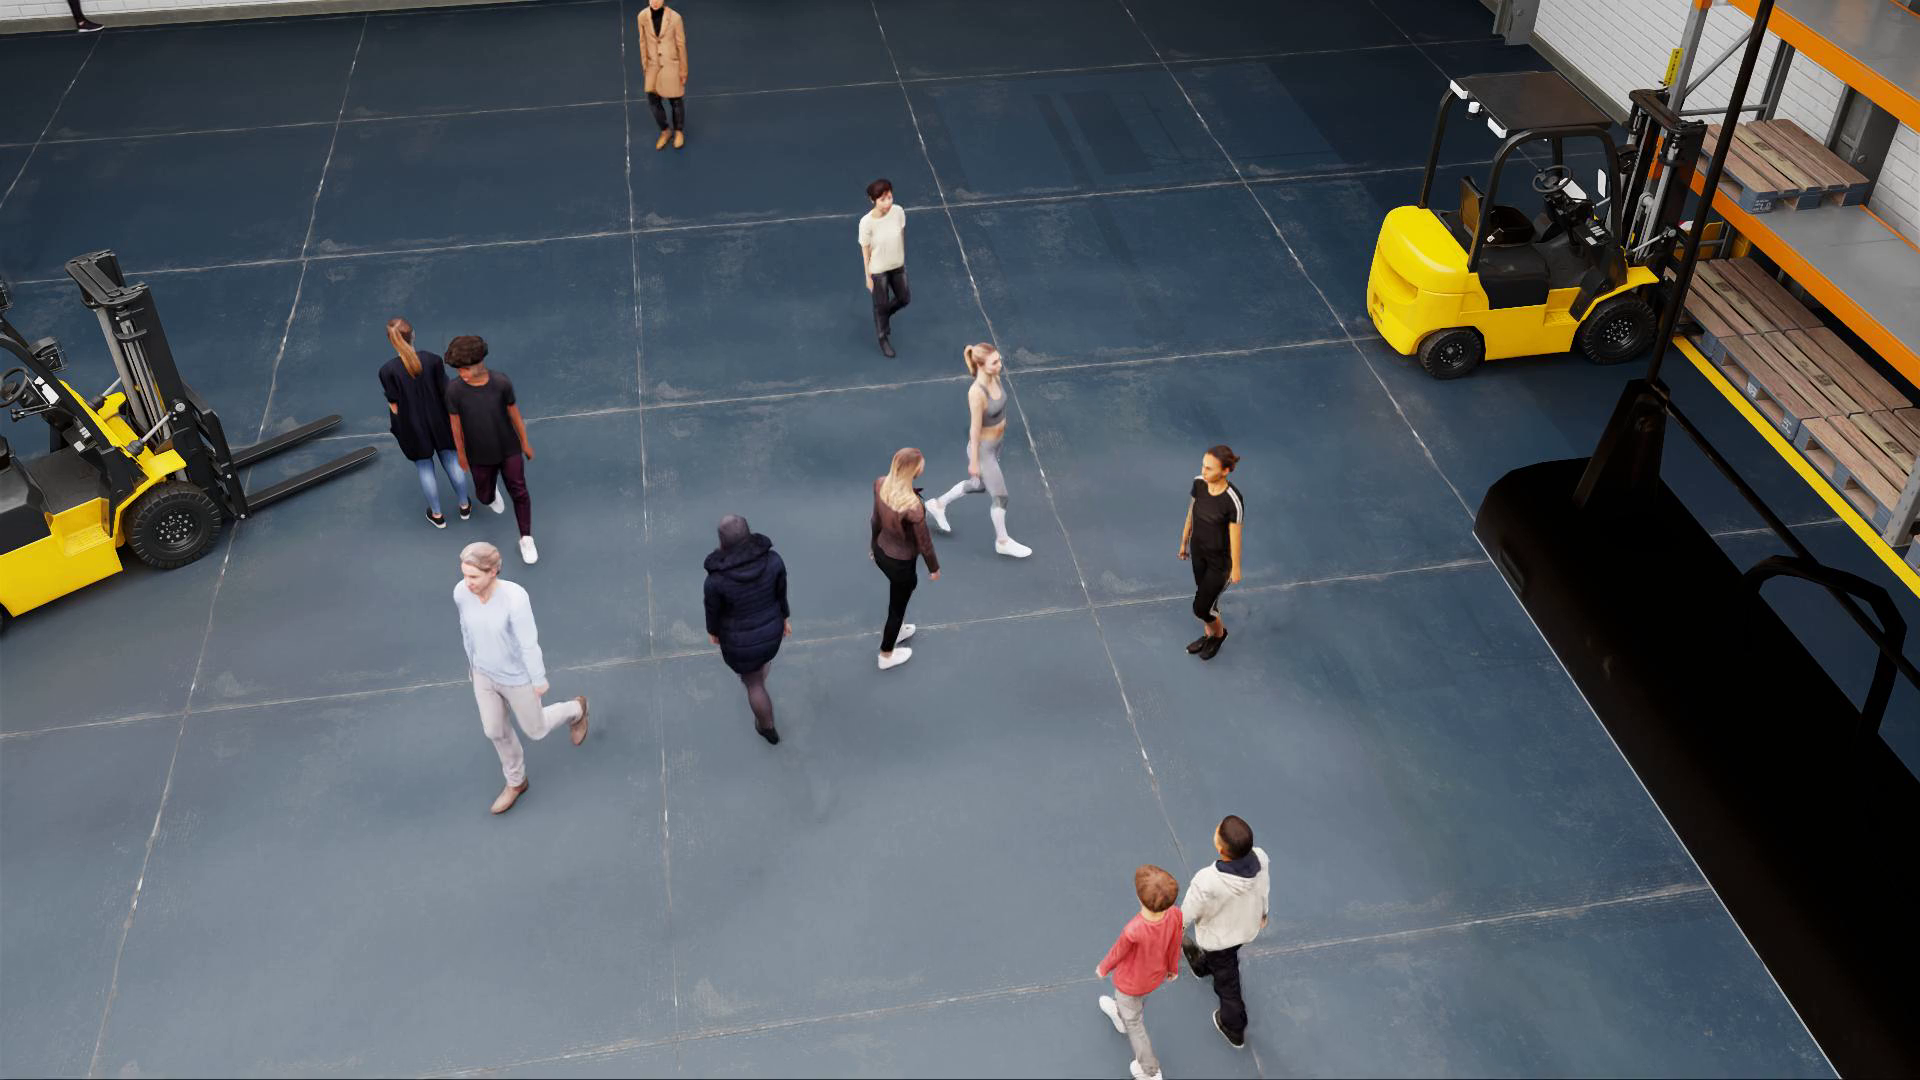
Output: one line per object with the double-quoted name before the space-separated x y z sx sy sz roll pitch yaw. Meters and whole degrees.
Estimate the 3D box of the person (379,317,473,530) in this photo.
"person" -3.761 -0.819 11.706 0.690 1.682 0.658 -17 42 -20

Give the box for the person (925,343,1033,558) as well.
"person" 0.102 -0.595 11.502 0.992 1.587 1.072 14 41 17

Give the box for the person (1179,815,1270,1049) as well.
"person" 1.397 2.000 8.380 0.799 1.428 0.997 -19 42 -22

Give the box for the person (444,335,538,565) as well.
"person" -3.247 -0.695 11.495 0.787 1.752 1.047 -16 41 -19

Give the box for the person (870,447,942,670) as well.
"person" -0.461 0.164 10.474 0.792 1.684 0.693 -25 45 -28

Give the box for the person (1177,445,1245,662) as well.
"person" 1.686 0.063 10.620 0.755 1.659 0.638 -21 43 -24

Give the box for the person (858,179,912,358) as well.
"person" -0.651 -2.248 13.579 0.727 1.578 0.786 -24 44 -27

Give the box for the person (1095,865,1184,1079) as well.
"person" 0.921 2.173 8.190 0.738 1.395 0.930 -23 44 -26

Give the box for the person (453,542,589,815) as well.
"person" -2.568 0.720 9.628 1.013 1.871 1.166 15 41 18

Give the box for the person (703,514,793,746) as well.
"person" -1.224 0.584 9.975 0.849 1.650 0.989 -20 43 -24

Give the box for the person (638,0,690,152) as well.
"person" -2.926 -4.785 16.648 0.759 1.712 0.785 5 39 6
